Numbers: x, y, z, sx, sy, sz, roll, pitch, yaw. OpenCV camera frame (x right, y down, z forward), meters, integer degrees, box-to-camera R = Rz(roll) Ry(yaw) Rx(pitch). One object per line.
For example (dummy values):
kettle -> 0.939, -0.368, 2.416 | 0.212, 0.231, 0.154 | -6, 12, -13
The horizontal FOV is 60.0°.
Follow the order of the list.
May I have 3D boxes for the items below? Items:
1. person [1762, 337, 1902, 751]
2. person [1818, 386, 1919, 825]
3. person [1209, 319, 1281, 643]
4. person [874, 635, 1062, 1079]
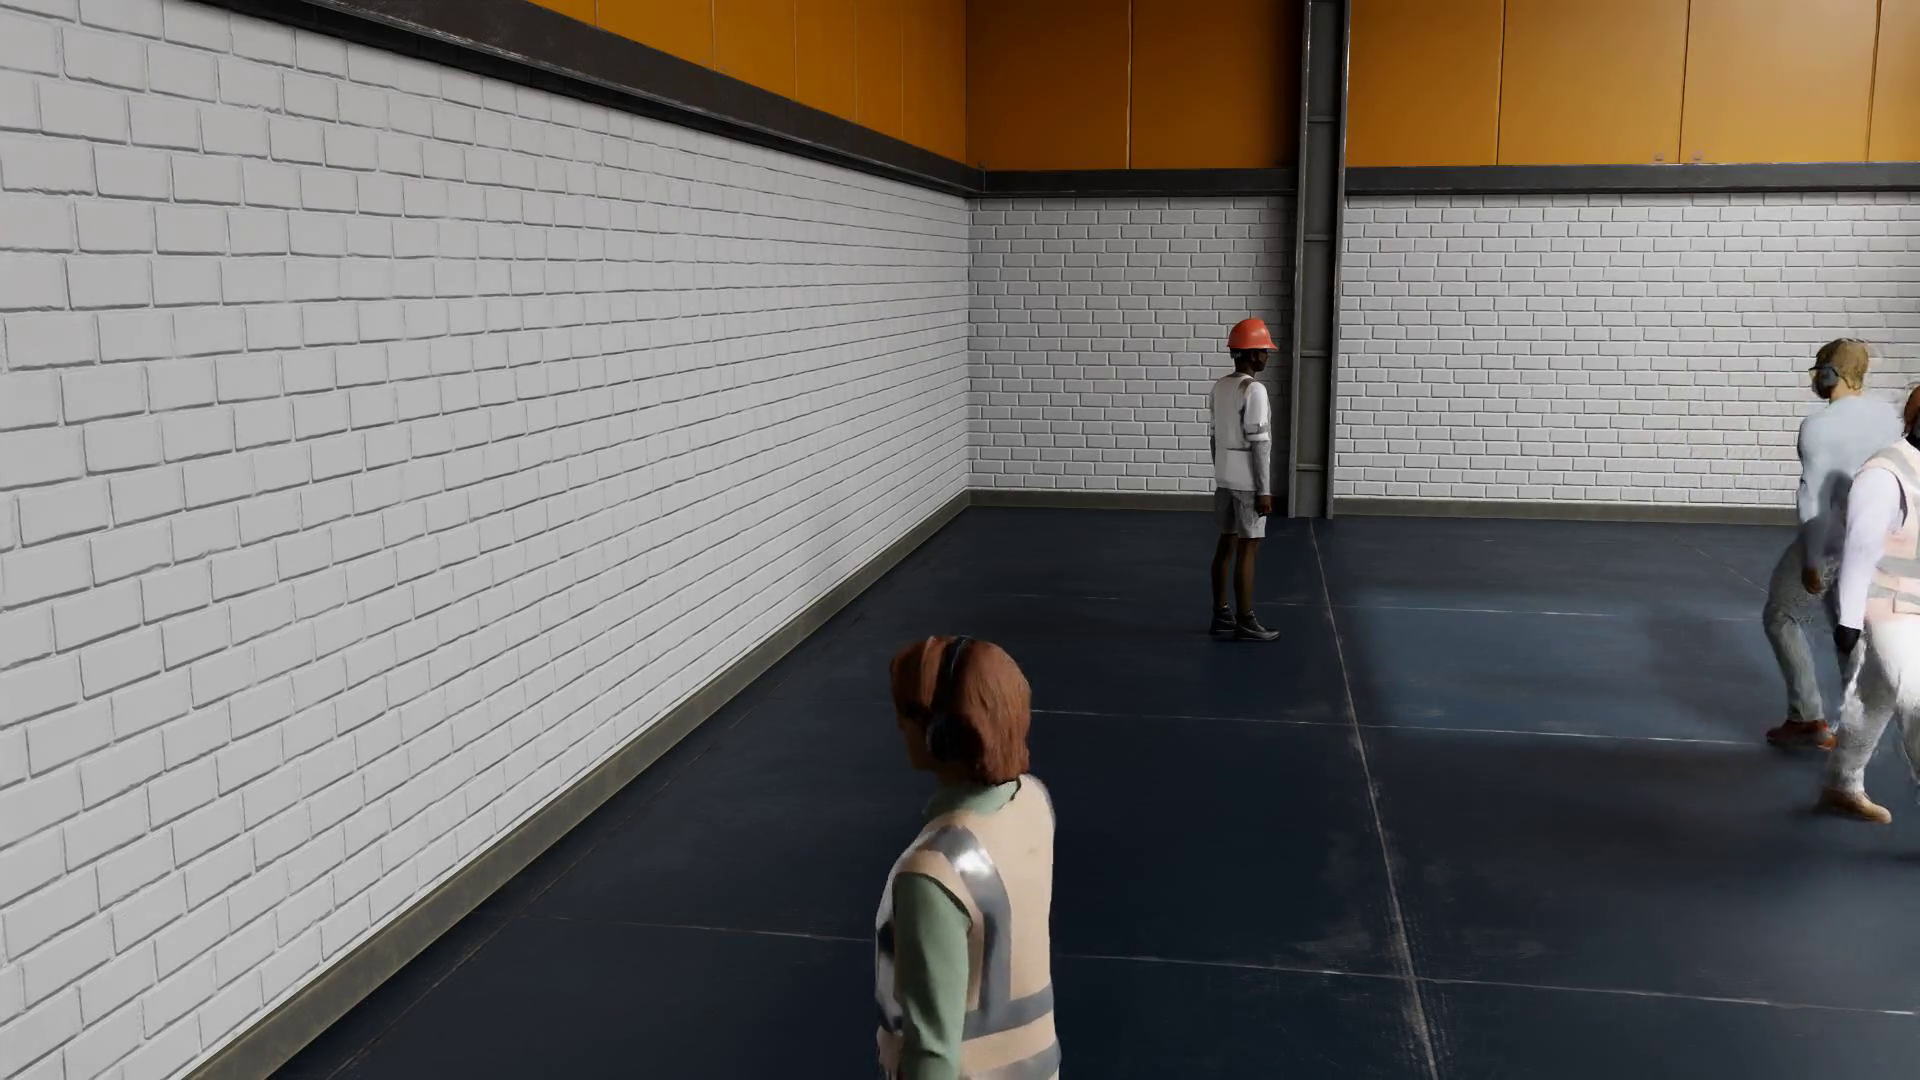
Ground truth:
person -> 3.985, 0.042, 7.619 | 0.640, 1.921, 0.541 | -4, 10, -23
person -> 3.775, 0.293, 6.410 | 0.643, 1.794, 0.936 | -6, 11, -34
person -> 1.711, -0.354, 9.998 | 0.358, 1.938, 0.542 | -4, 10, -22
person -> 0.017, 0.961, 2.774 | 0.309, 1.640, 0.518 | 3, 10, 19
